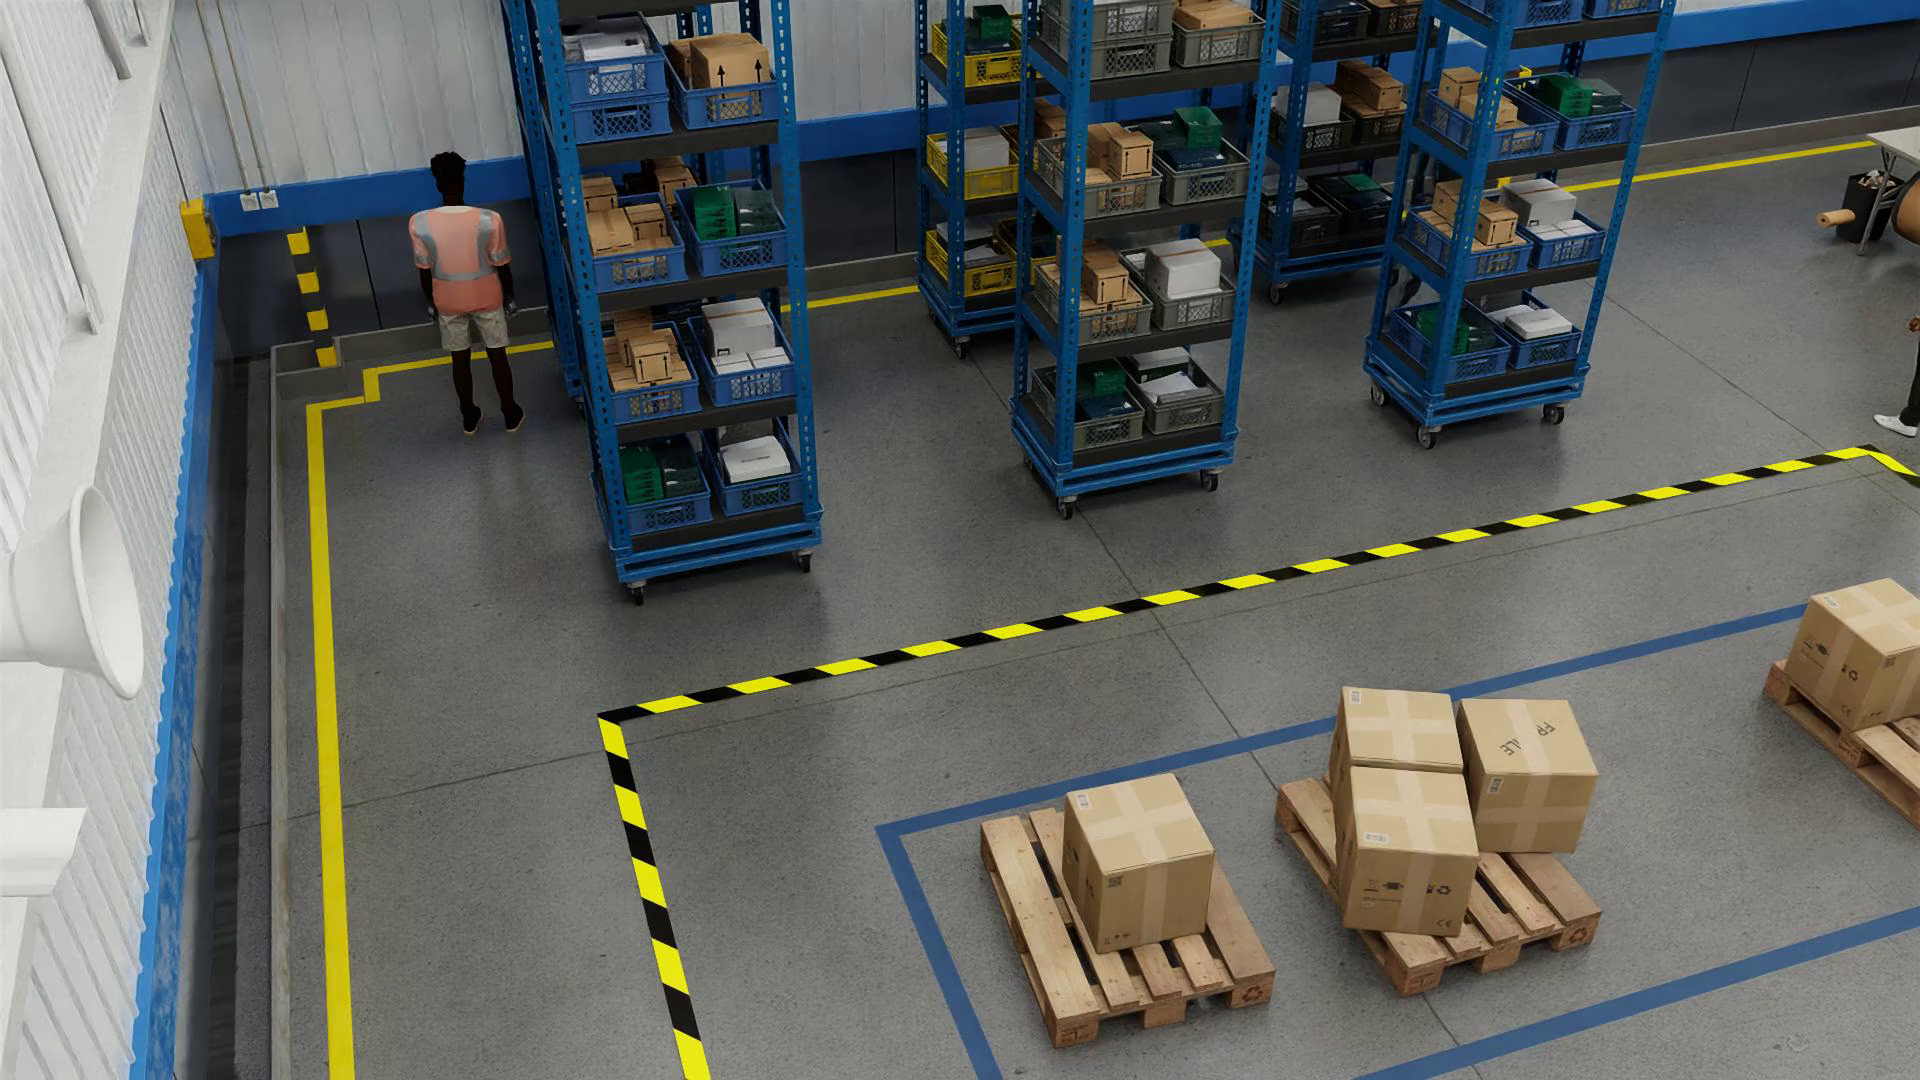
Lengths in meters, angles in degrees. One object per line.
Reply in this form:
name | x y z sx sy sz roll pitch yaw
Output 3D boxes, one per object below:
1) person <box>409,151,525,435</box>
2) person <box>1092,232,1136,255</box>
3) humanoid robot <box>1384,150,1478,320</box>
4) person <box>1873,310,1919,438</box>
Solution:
person | -3.190 -1.577 10.833 0.596 1.958 0.370 -6 36 -9
person | 1.037 -1.683 11.037 0.807 1.893 0.694 4 35 5
humanoid robot | 3.514 -2.345 12.210 0.585 1.644 0.609 -25 42 -31
person | 6.477 -1.533 10.859 0.586 1.848 0.393 -12 37 -17
